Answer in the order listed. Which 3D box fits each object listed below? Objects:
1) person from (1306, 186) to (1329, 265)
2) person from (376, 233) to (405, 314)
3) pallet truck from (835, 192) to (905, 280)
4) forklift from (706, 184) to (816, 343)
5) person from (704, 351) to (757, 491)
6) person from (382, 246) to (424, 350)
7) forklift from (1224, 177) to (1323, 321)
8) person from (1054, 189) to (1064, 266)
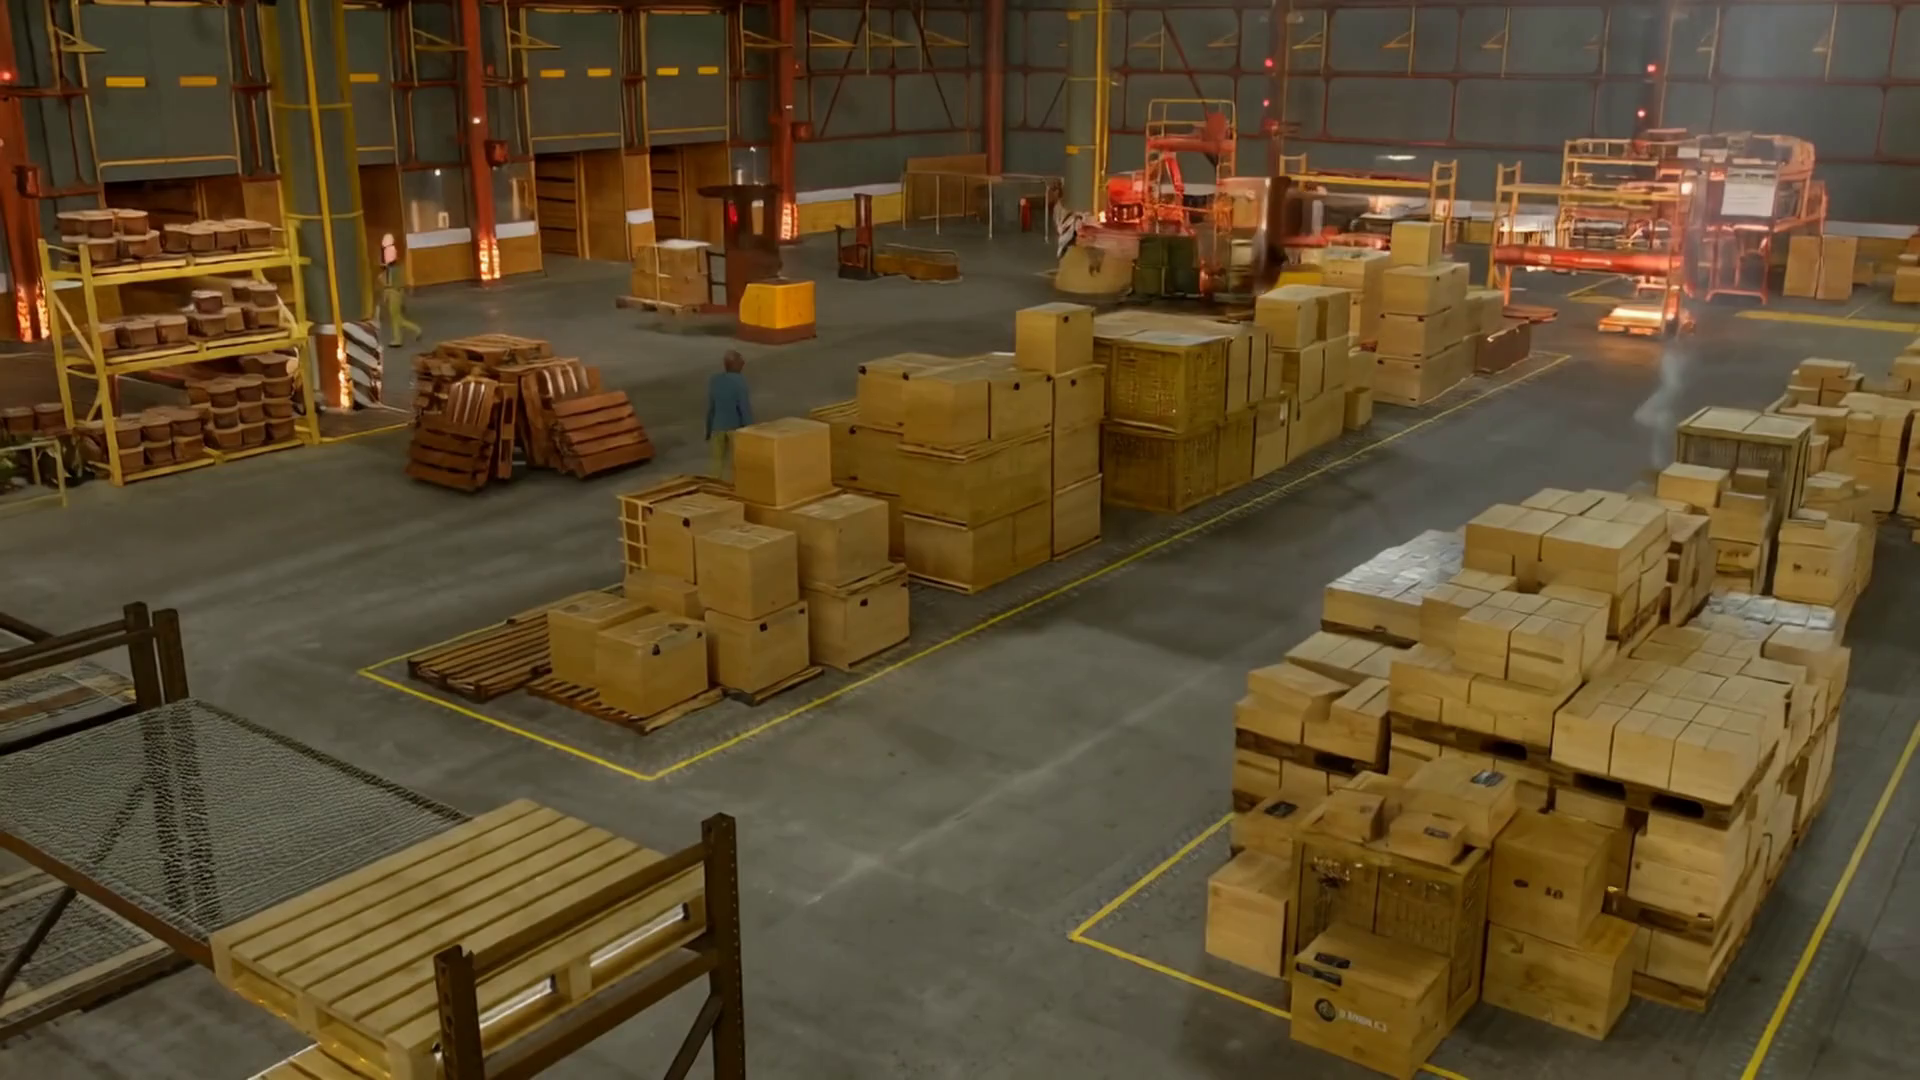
[{"bbox_3d":[8.917,-7.788,41.215,0.624,1.915,0.565,4,17,13],"label":"person"},{"bbox_3d":[-11.678,-5.428,33.918,0.524,1.611,0.754,9,19,26],"label":"person"},{"bbox_3d":[-1.936,-7.159,38.982,1.885,1.965,0.823,-12,21,-34],"label":"pallet truck"},{"bbox_3d":[-3.717,-5.181,30.929,1.873,2.768,1.129,12,21,35],"label":"forklift"},{"bbox_3d":[-2.691,-1.286,19.773,0.650,1.887,0.848,8,19,25],"label":"person"},{"bbox_3d":[-10.093,-4.369,29.960,0.582,1.869,0.586,-13,21,-36],"label":"person"},{"bbox_3d":[6.152,-5.634,32.429,1.873,2.768,1.129,3,17,10],"label":"forklift"},{"bbox_3d":[2.603,-7.680,40.808,0.627,1.940,0.372,12,21,35],"label":"person"}]
